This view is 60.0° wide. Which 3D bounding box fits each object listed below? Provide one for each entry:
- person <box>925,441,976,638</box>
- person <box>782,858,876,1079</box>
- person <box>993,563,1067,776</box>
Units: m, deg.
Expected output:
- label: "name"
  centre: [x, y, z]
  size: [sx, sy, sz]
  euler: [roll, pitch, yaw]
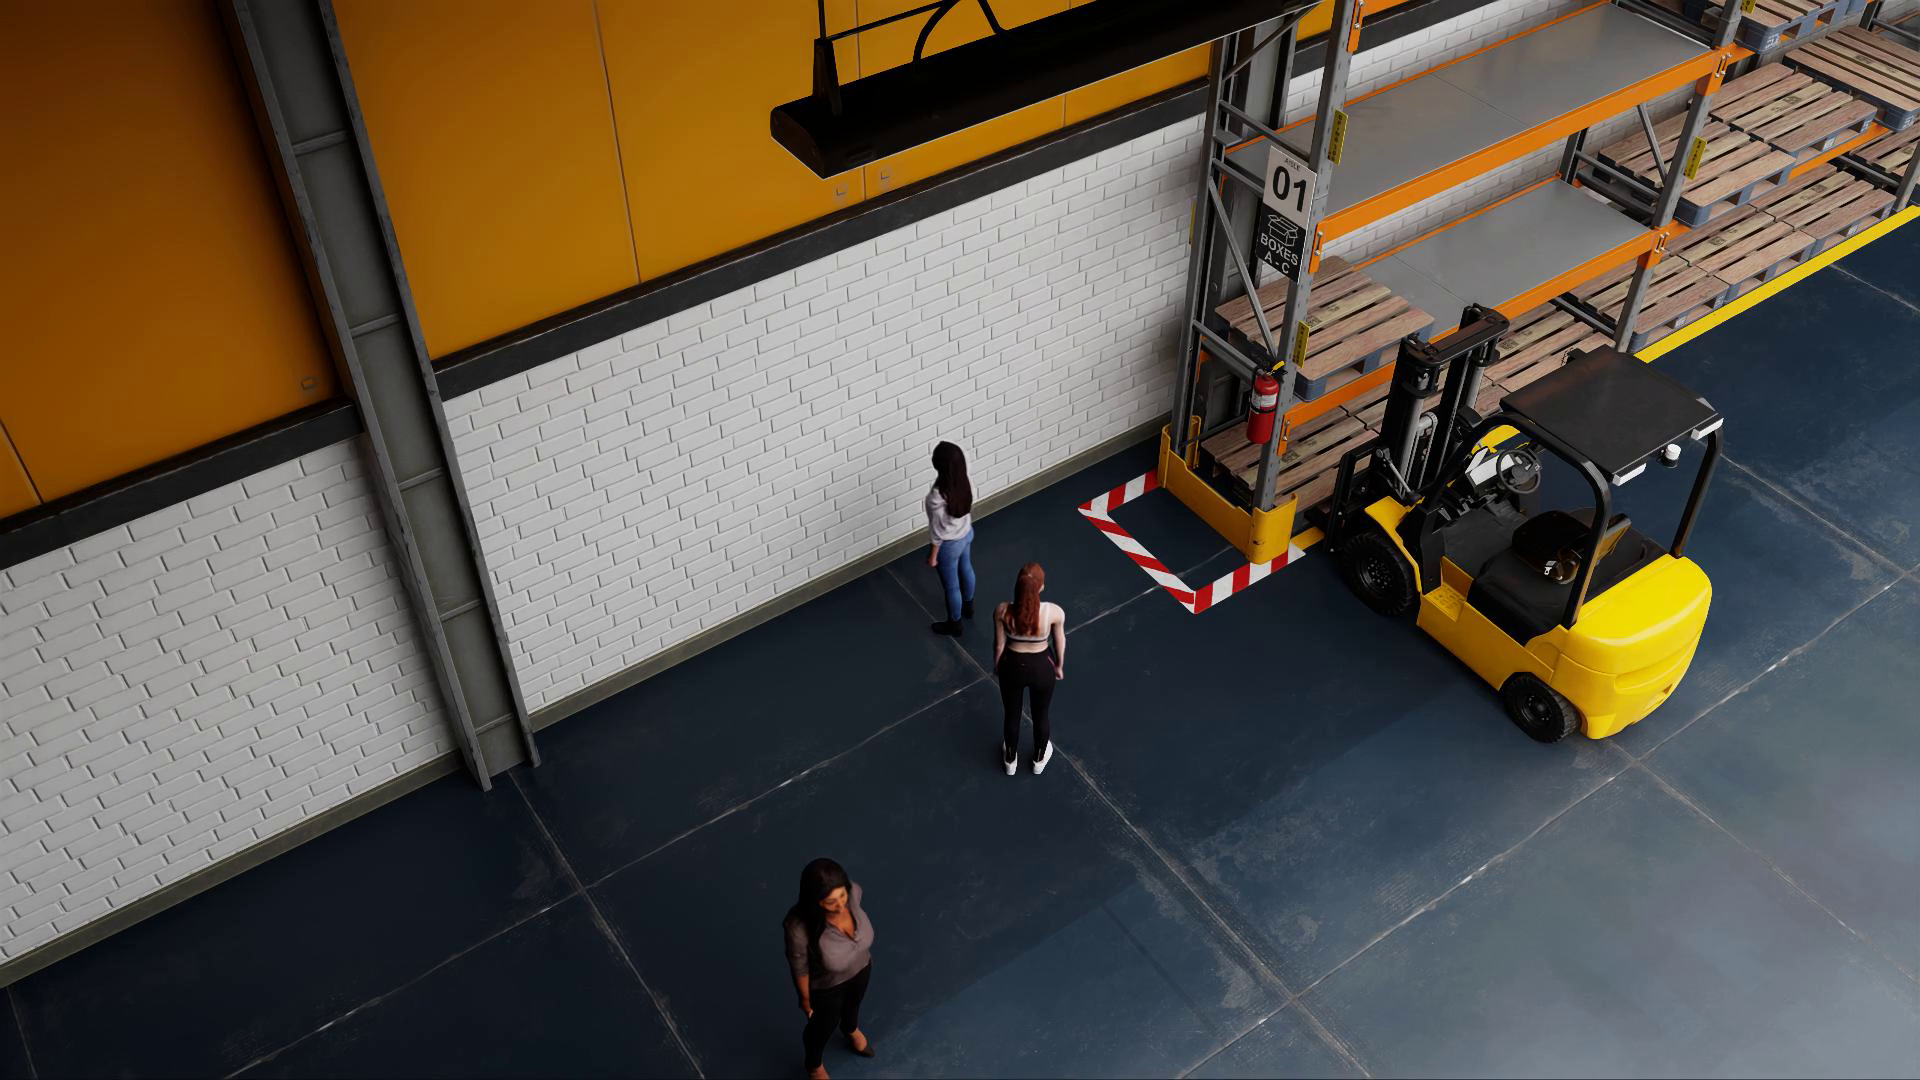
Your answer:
- label: "person"
  centre: [-0.043, -0.007, 11.045]
  size: [0.730, 1.632, 0.596]
  euler: [21, 47, 21]
- label: "person"
  centre: [-0.665, 2.223, 8.552]
  size: [0.763, 1.842, 0.617]
  euler: [31, 52, 28]
- label: "person"
  centre: [0.407, 0.796, 10.122]
  size: [0.644, 1.742, 0.724]
  euler: [3, 44, 3]
